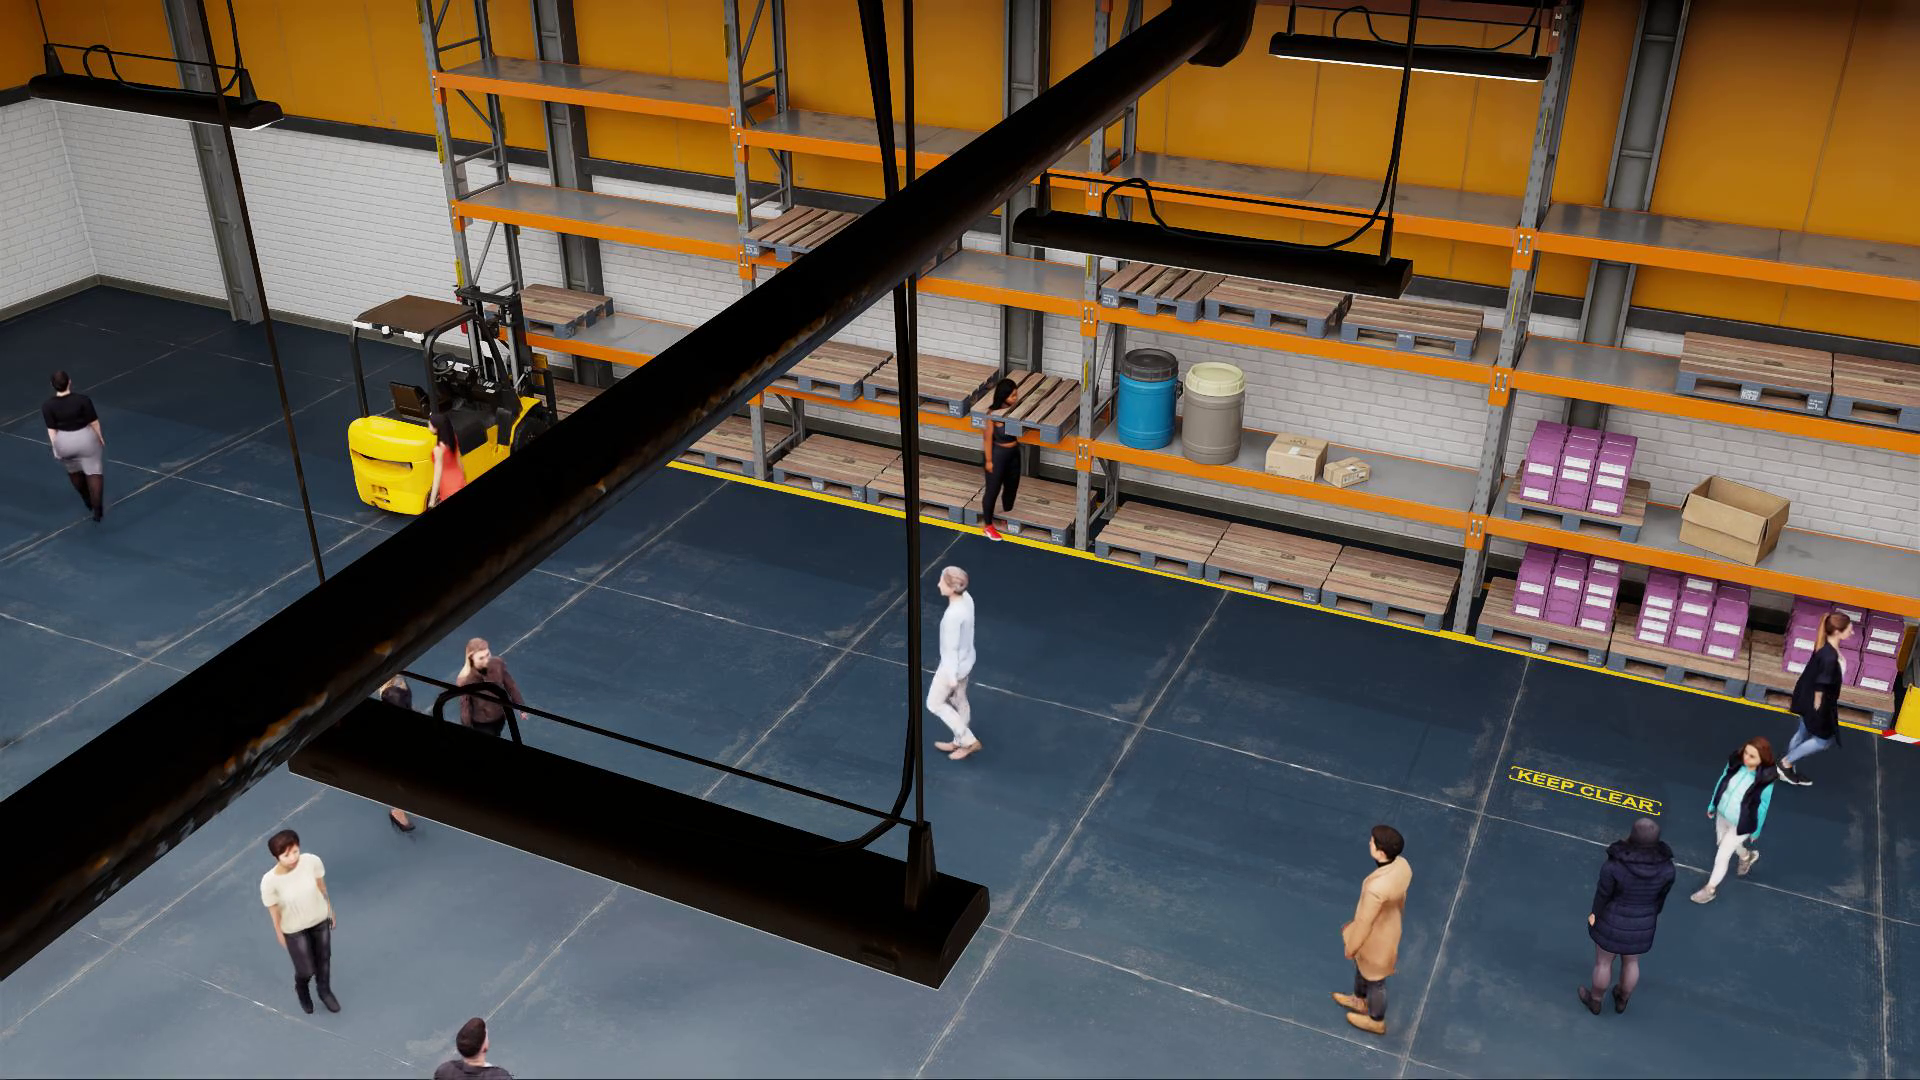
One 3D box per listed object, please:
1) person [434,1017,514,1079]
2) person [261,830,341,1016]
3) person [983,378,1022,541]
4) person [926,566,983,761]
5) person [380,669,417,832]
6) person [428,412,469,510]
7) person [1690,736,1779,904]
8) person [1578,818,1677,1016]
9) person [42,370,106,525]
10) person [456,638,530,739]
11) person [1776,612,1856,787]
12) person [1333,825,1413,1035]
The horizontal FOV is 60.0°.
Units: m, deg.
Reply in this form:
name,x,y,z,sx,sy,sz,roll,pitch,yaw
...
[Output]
name,x,y,z,sx,sy,sz,roll,pitch,yaw
person,-2.772,3.536,9.662,0.624,1.831,0.794,9,30,16
person,-4.588,2.641,11.564,0.655,1.580,0.661,22,36,35
person,0.455,-0.898,17.807,0.756,1.815,0.753,-23,36,-36
person,0.050,1.066,14.139,0.749,1.880,0.716,7,29,13
person,-4.515,1.588,13.412,0.810,1.659,0.742,-18,34,-30
person,-5.185,-0.511,17.250,1.186,1.669,0.892,2,29,4
person,5.963,2.088,12.677,0.964,1.485,0.919,-12,31,-20
person,4.616,2.609,11.524,0.742,1.675,0.842,-1,29,-1
person,-9.551,-0.968,18.021,1.101,1.732,1.178,-11,30,-19
person,-3.907,1.471,13.634,1.186,1.652,0.860,17,33,28
person,7.050,1.325,13.874,0.648,1.677,0.603,13,31,23
person,2.922,2.695,11.323,0.738,1.716,0.723,19,34,30
